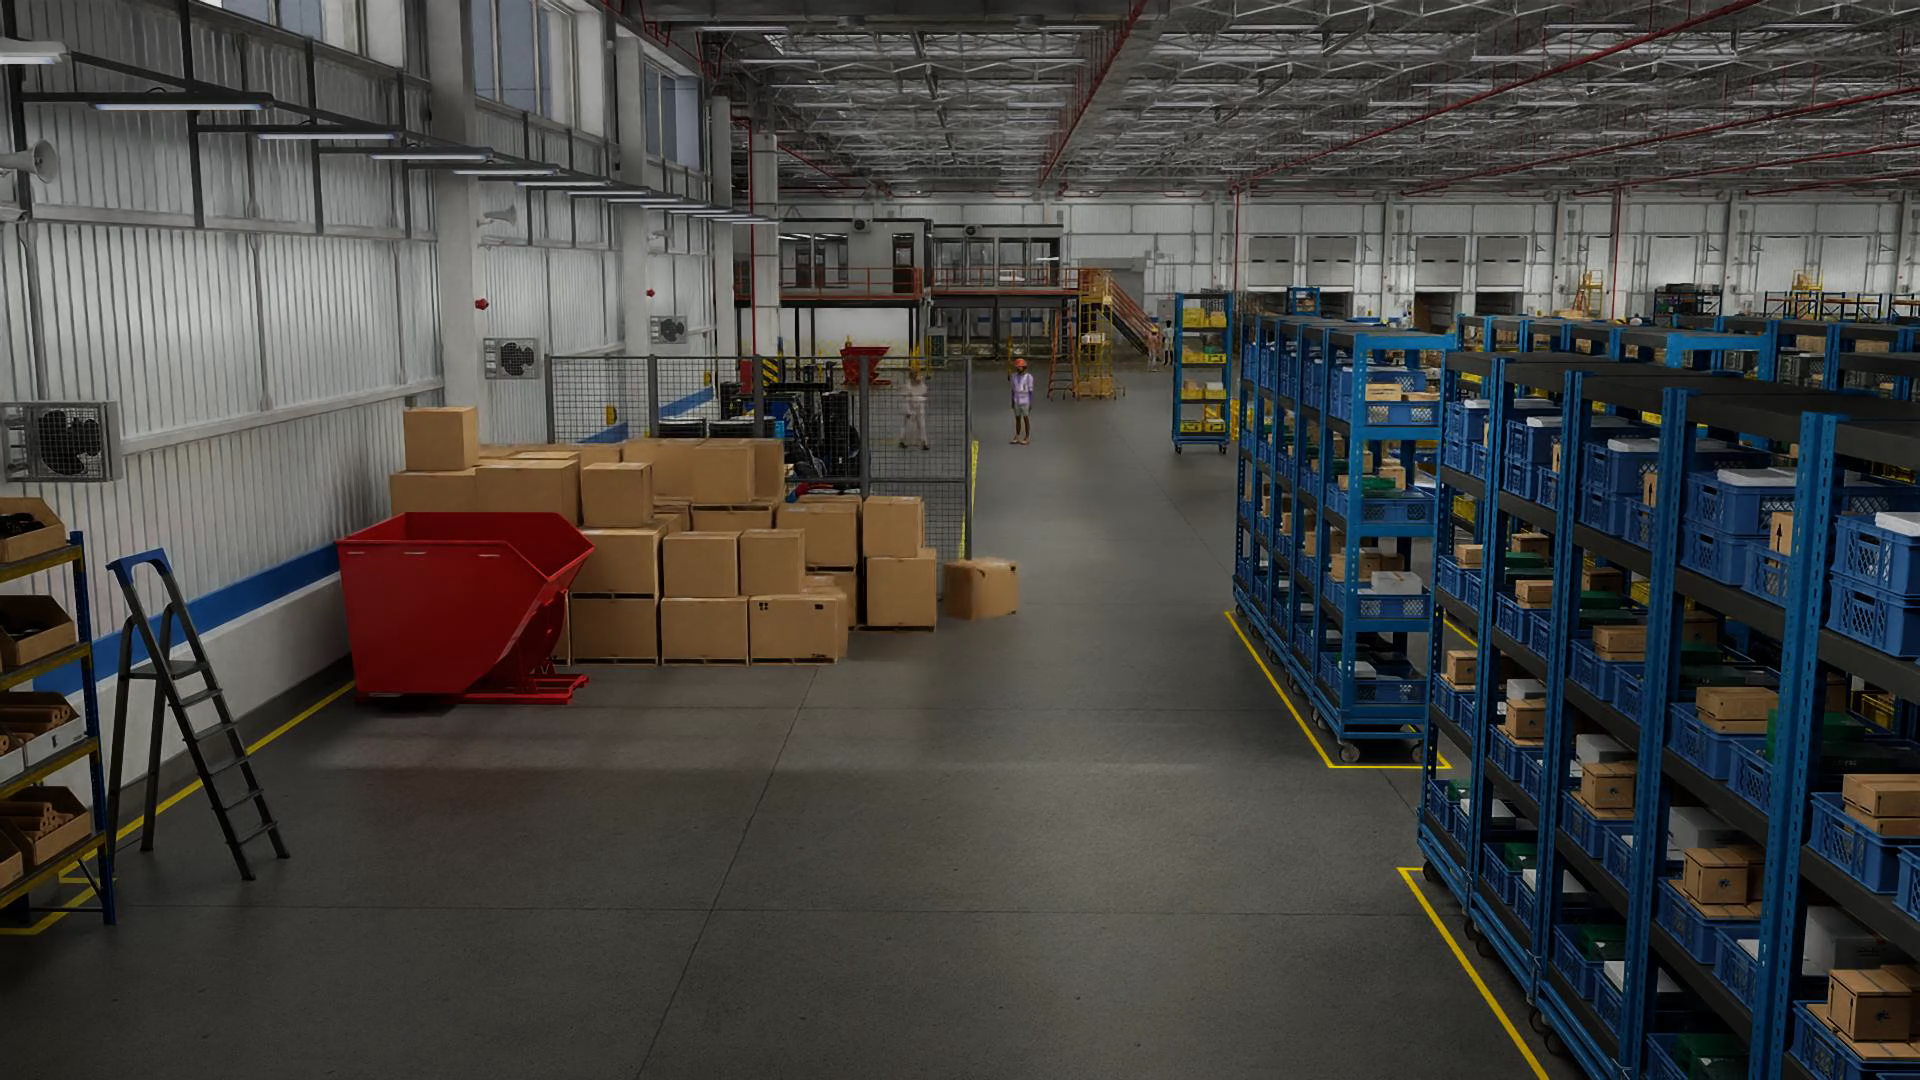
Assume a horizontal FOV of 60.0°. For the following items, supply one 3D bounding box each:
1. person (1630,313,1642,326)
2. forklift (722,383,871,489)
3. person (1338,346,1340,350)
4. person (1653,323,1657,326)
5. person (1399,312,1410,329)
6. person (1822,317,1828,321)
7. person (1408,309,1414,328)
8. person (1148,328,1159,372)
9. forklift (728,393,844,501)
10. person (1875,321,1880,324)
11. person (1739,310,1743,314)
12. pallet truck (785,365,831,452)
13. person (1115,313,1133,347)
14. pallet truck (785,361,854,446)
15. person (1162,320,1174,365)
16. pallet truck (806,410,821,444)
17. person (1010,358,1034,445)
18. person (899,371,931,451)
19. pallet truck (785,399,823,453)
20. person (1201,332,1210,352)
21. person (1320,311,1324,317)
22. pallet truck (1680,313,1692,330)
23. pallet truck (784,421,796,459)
[{"bbox_3d":[34.639,-10.672,85.291,0.375,1.939,0.628,-8,12,-40],"label":"person"},{"bbox_3d":[-2.893,-1.687,28.729,2.680,1.987,1.157,0,9,-1],"label":"forklift"},{"bbox_3d":[15.615,-8.072,69.513,0.517,1.859,0.557,2,9,10],"label":"person"},{"bbox_3d":[29.350,-8.215,70.294,0.407,1.896,0.778,1,9,6],"label":"person"},{"bbox_3d":[23.835,-11.299,89.254,0.621,1.915,0.909,9,13,43],"label":"person"},{"bbox_3d":[41.536,-9.770,79.937,0.587,1.871,1.009,0,9,-2],"label":"person"},{"bbox_3d":[25.593,-12.173,94.622,0.398,1.918,0.586,5,10,28],"label":"person"},{"bbox_3d":[7.869,-7.729,67.666,0.330,1.767,0.528,-7,12,-38],"label":"person"},{"bbox_3d":[-2.979,-1.316,26.476,2.680,1.987,1.157,0,9,1],"label":"forklift"},{"bbox_3d":[41.601,-9.001,75.312,0.576,1.846,0.953,-4,10,-21],"label":"person"},{"bbox_3d":[43.178,-11.780,92.243,0.695,1.889,0.848,3,10,18],"label":"person"},{"bbox_3d":[-3.774,-2.976,37.635,1.885,1.965,0.823,1,9,5],"label":"pallet truck"},{"bbox_3d":[8.828,-11.248,89.155,0.906,1.854,0.587,5,10,28],"label":"person"},{"bbox_3d":[-3.410,-3.193,38.978,1.885,1.965,0.823,0,9,-1],"label":"pallet truck"},{"bbox_3d":[9.035,-8.543,72.073,0.603,1.966,0.368,-3,10,-20],"label":"person"},{"bbox_3d":[-3.559,-2.018,33.905,1.522,1.261,0.704,0,9,-1],"label":"pallet truck"},{"bbox_3d":[1.451,-3.266,39.283,0.609,2.044,0.393,8,12,40],"label":"person"},{"bbox_3d":[-1.055,-2.990,38.239,0.675,1.856,1.047,-7,11,-36],"label":"person"},{"bbox_3d":[-3.814,-2.432,36.419,1.630,1.274,0.653,0,9,1],"label":"pallet truck"},{"bbox_3d":[10.404,-8.204,70.538,0.955,1.797,0.510,-6,11,-34],"label":"person"},{"bbox_3d":[20.552,-12.121,94.684,0.973,1.788,0.631,4,10,21],"label":"person"},{"bbox_3d":[36.315,-10.531,84.244,0.823,1.965,1.885,-6,11,-33],"label":"pallet truck"},{"bbox_3d":[-4.013,-1.793,32.705,1.601,1.201,0.680,0,9,1],"label":"pallet truck"}]
